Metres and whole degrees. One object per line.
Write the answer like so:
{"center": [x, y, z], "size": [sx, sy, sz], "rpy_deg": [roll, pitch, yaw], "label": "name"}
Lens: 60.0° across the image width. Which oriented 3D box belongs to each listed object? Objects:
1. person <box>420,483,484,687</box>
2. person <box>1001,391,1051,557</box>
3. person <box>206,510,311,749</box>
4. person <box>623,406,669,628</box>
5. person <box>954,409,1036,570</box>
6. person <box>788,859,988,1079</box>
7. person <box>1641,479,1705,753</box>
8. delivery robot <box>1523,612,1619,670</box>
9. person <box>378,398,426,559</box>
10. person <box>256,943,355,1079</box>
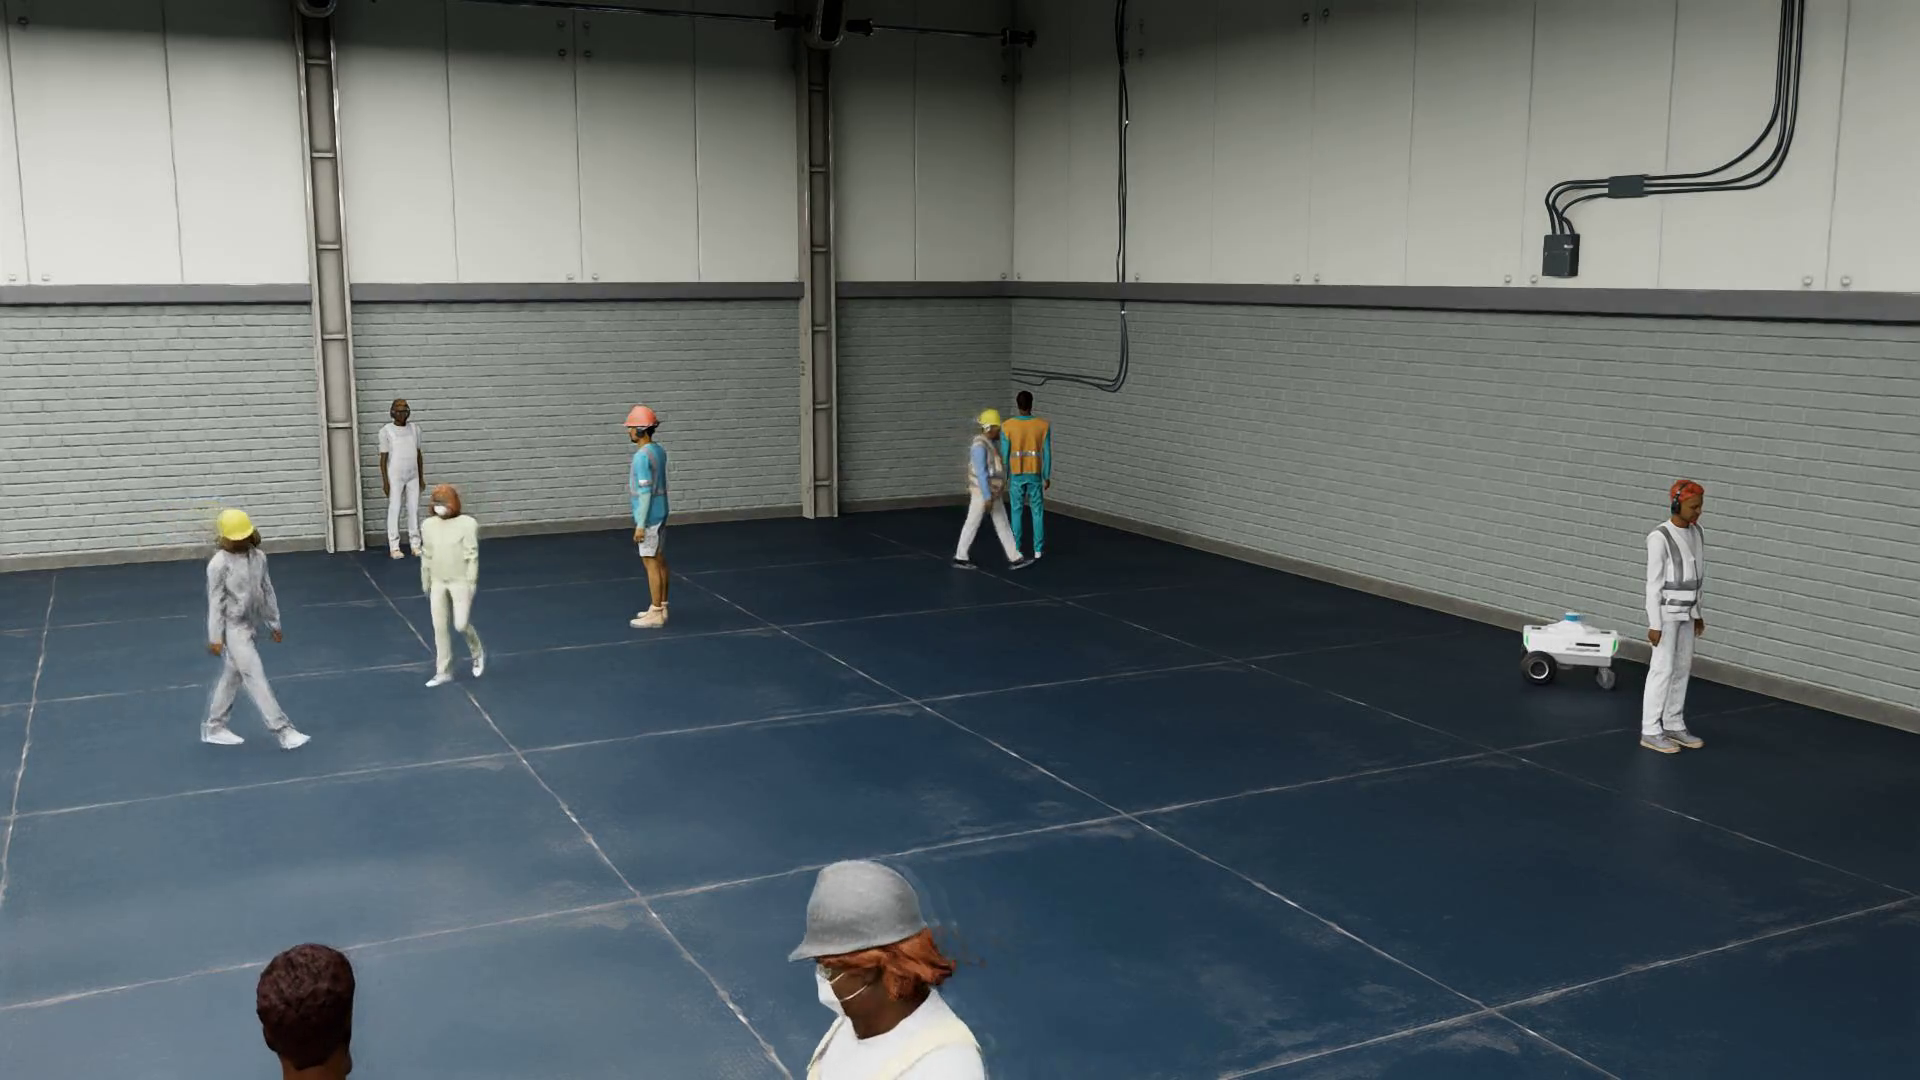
{"center": [-4.014, 0.348, 13.166], "size": [0.532, 1.623, 0.417], "rpy_deg": [2, 9, 13], "label": "person"}
{"center": [0.750, -0.741, 18.987], "size": [0.588, 1.913, 0.391], "rpy_deg": [-1, 9, -5], "label": "person"}
{"center": [-4.842, 0.613, 11.352], "size": [0.903, 1.665, 0.524], "rpy_deg": [2, 10, 14], "label": "person"}
{"center": [-2.886, -0.209, 15.306], "size": [0.389, 2.045, 0.606], "rpy_deg": [1, 9, 6], "label": "person"}
{"center": [0.342, -0.538, 18.143], "size": [0.943, 1.778, 0.619], "rpy_deg": [4, 10, 21], "label": "person"}
{"center": [-0.090, 1.664, 3.777], "size": [0.773, 2.000, 0.709], "rpy_deg": [-3, 10, -18], "label": "person"}
{"center": [4.880, 0.518, 11.351], "size": [0.584, 1.879, 0.374], "rpy_deg": [-7, 12, -37], "label": "person"}
{"center": [4.862, 0.821, 13.249], "size": [0.707, 0.478, 0.477], "rpy_deg": [3, 10, 17], "label": "delivery robot"}
{"center": [-6.361, -0.699, 18.985], "size": [0.341, 1.839, 0.501], "rpy_deg": [9, 13, 43], "label": "person"}
{"center": [-1.309, 1.783, 3.457], "size": [0.602, 1.911, 0.399], "rpy_deg": [-1, 9, -5], "label": "person"}
